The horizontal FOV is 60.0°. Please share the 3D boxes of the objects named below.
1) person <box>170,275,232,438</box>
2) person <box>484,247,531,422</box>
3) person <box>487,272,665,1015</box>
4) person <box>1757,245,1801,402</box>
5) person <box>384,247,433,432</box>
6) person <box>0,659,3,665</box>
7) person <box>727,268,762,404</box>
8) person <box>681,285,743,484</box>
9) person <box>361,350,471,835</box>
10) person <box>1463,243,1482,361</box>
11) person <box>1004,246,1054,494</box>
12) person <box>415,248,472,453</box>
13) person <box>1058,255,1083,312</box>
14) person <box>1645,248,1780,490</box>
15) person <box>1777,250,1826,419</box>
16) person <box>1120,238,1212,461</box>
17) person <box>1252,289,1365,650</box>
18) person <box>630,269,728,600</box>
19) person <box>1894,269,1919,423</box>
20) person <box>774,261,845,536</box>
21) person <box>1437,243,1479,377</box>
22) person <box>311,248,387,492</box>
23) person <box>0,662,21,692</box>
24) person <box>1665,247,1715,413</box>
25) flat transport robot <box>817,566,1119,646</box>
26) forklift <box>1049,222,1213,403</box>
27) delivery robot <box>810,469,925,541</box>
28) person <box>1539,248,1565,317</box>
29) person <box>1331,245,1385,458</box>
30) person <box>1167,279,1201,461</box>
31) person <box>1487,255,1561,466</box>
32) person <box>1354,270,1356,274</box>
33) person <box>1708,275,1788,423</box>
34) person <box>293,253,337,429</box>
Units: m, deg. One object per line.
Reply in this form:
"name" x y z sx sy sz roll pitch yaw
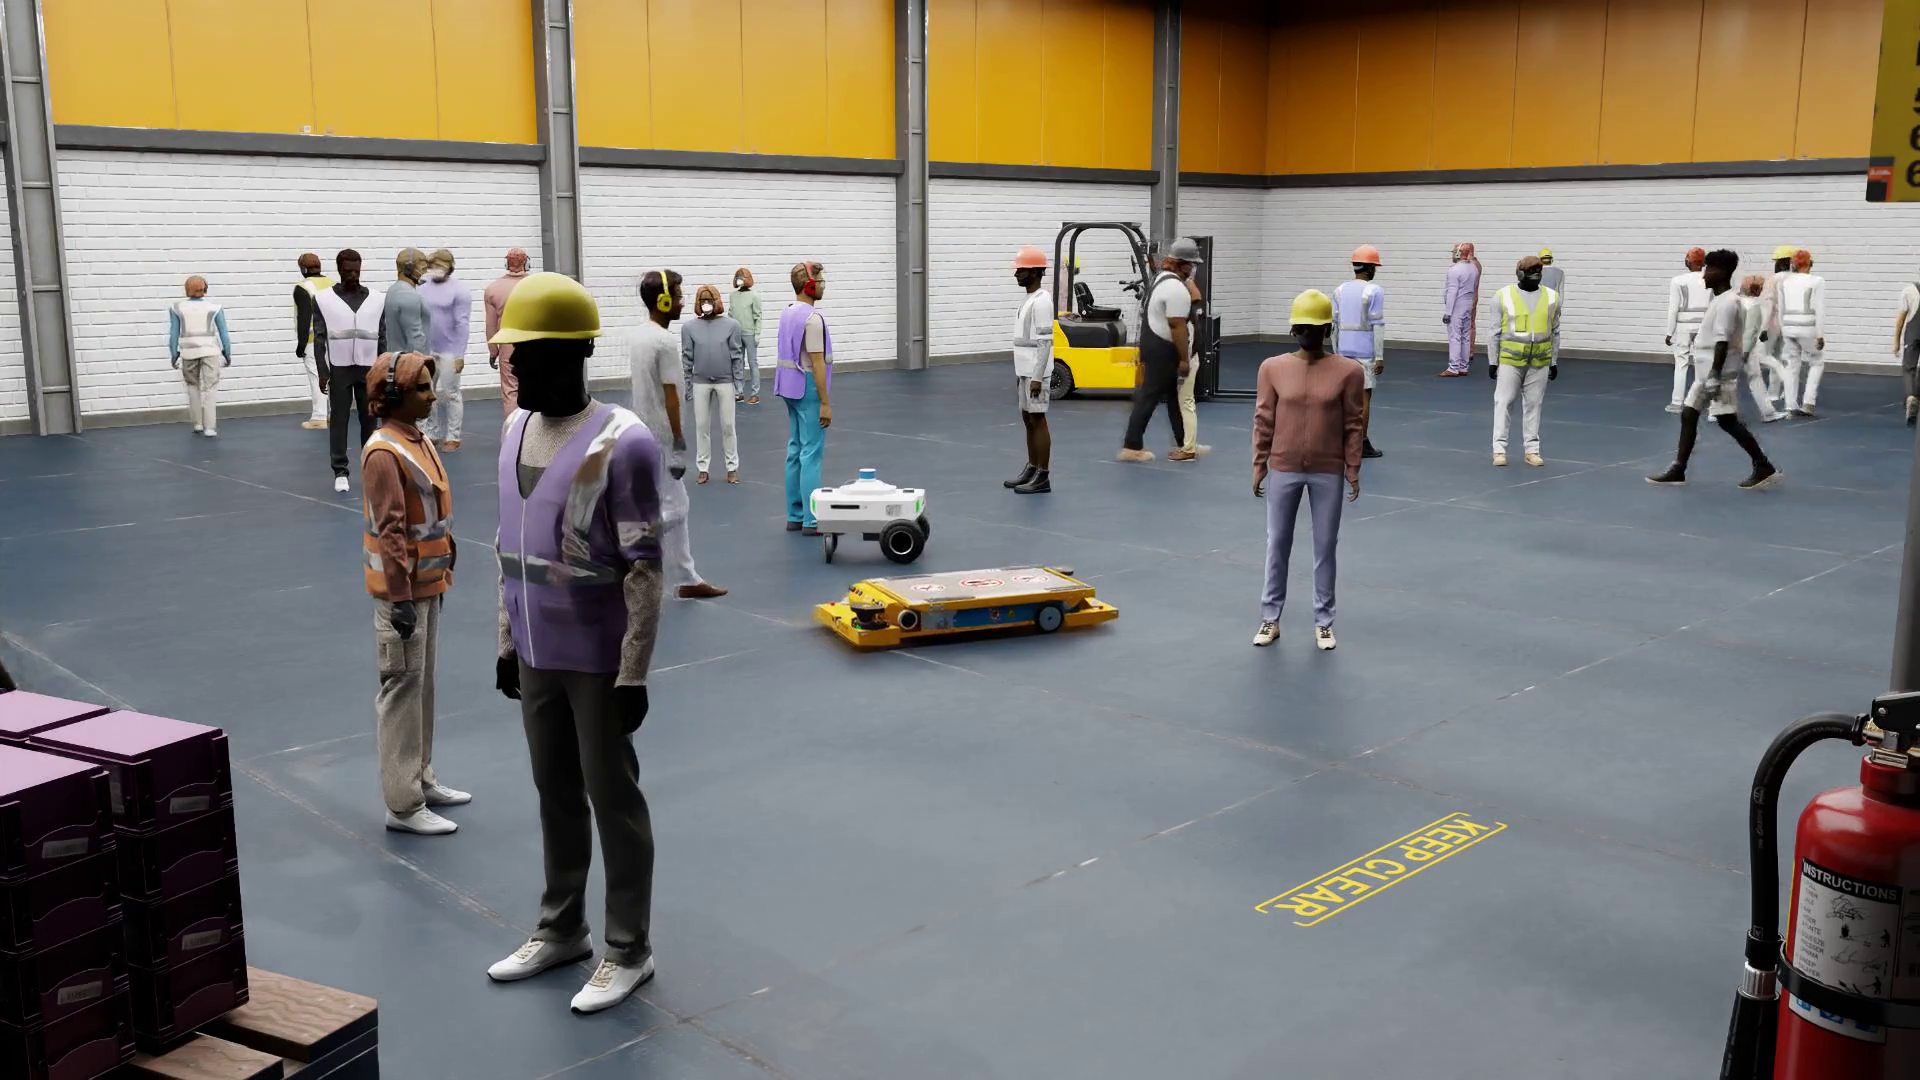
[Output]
"person" -7.663 -1.859 16.835 0.550 1.612 0.710 -3 11 -16
"person" -4.111 -1.781 15.623 0.638 1.909 0.408 -2 11 -10
"person" -1.023 0.272 4.367 0.586 1.928 0.369 8 13 37
"person" 9.933 -2.599 20.082 0.601 1.904 0.529 -6 12 -30
"person" -4.211 -1.276 12.800 0.371 1.934 0.627 -6 12 -31
"person" -4.649 -0.315 7.533 0.545 1.942 0.352 -1 10 -5
"person" -2.603 -2.457 20.047 0.499 1.636 0.280 6 12 31
"person" -2.022 -1.267 13.589 0.502 1.626 0.282 -1 10 -3
"person" -1.875 0.176 5.680 0.306 1.639 0.523 -1 10 -7
"person" 8.177 -3.848 26.916 0.407 1.902 0.639 6 12 32
"person" 0.553 -1.334 13.099 0.357 1.938 0.545 -2 11 -13
"person" -4.783 -1.738 15.397 0.668 1.904 0.534 3 11 17
"person" 1.610 -3.515 25.605 0.618 1.708 0.548 3 11 18
"person" 6.091 -1.357 13.260 0.960 1.928 0.616 3 11 18
"person" 9.329 -2.268 18.402 0.532 1.857 0.619 -6 12 -28
"person" 1.893 -1.710 14.871 0.969 2.000 0.709 0 10 0
"person" 1.691 -0.334 8.124 0.533 1.765 0.329 3 11 14
"person" -1.650 -0.540 9.025 0.785 1.849 0.541 -6 12 -30
"person" 10.259 -2.118 17.726 0.513 1.819 0.815 6 12 30
"person" -1.041 -0.947 11.230 0.389 1.850 0.566 -6 12 -28
"person" 7.126 -3.289 23.833 0.642 1.913 0.409 -10 14 -43
"person" -4.844 -1.356 13.279 0.593 1.918 0.391 -8 13 -37
"person" -4.022 0.055 6.308 0.567 1.651 0.884 6 12 28
"person" 8.346 -2.383 18.971 0.576 1.882 0.355 0 10 1
"flat transport robot" 0.040 0.323 8.614 1.431 0.197 0.652 -4 11 -23
"forklift" 1.935 -2.847 20.651 2.313 2.155 1.214 2 11 13
"delivery robot" -0.580 -0.205 10.460 0.707 0.478 0.477 1 10 4
"person" 9.133 -3.648 26.028 0.586 1.825 0.403 1 10 5
"person" 3.657 -1.718 15.200 0.377 1.932 0.552 -8 13 -38
"person" 2.020 -1.527 14.981 0.274 1.632 0.507 2 11 11
"person" 4.958 -1.568 14.631 0.633 1.846 0.429 0 10 1
"person" 5.330 -2.875 22.158 0.321 1.697 0.529 -1 10 -7
"person" 8.488 -2.032 17.851 0.851 1.593 0.518 -1 10 -4
"person" -6.768 -2.089 17.493 0.430 1.839 0.619 3 11 17
